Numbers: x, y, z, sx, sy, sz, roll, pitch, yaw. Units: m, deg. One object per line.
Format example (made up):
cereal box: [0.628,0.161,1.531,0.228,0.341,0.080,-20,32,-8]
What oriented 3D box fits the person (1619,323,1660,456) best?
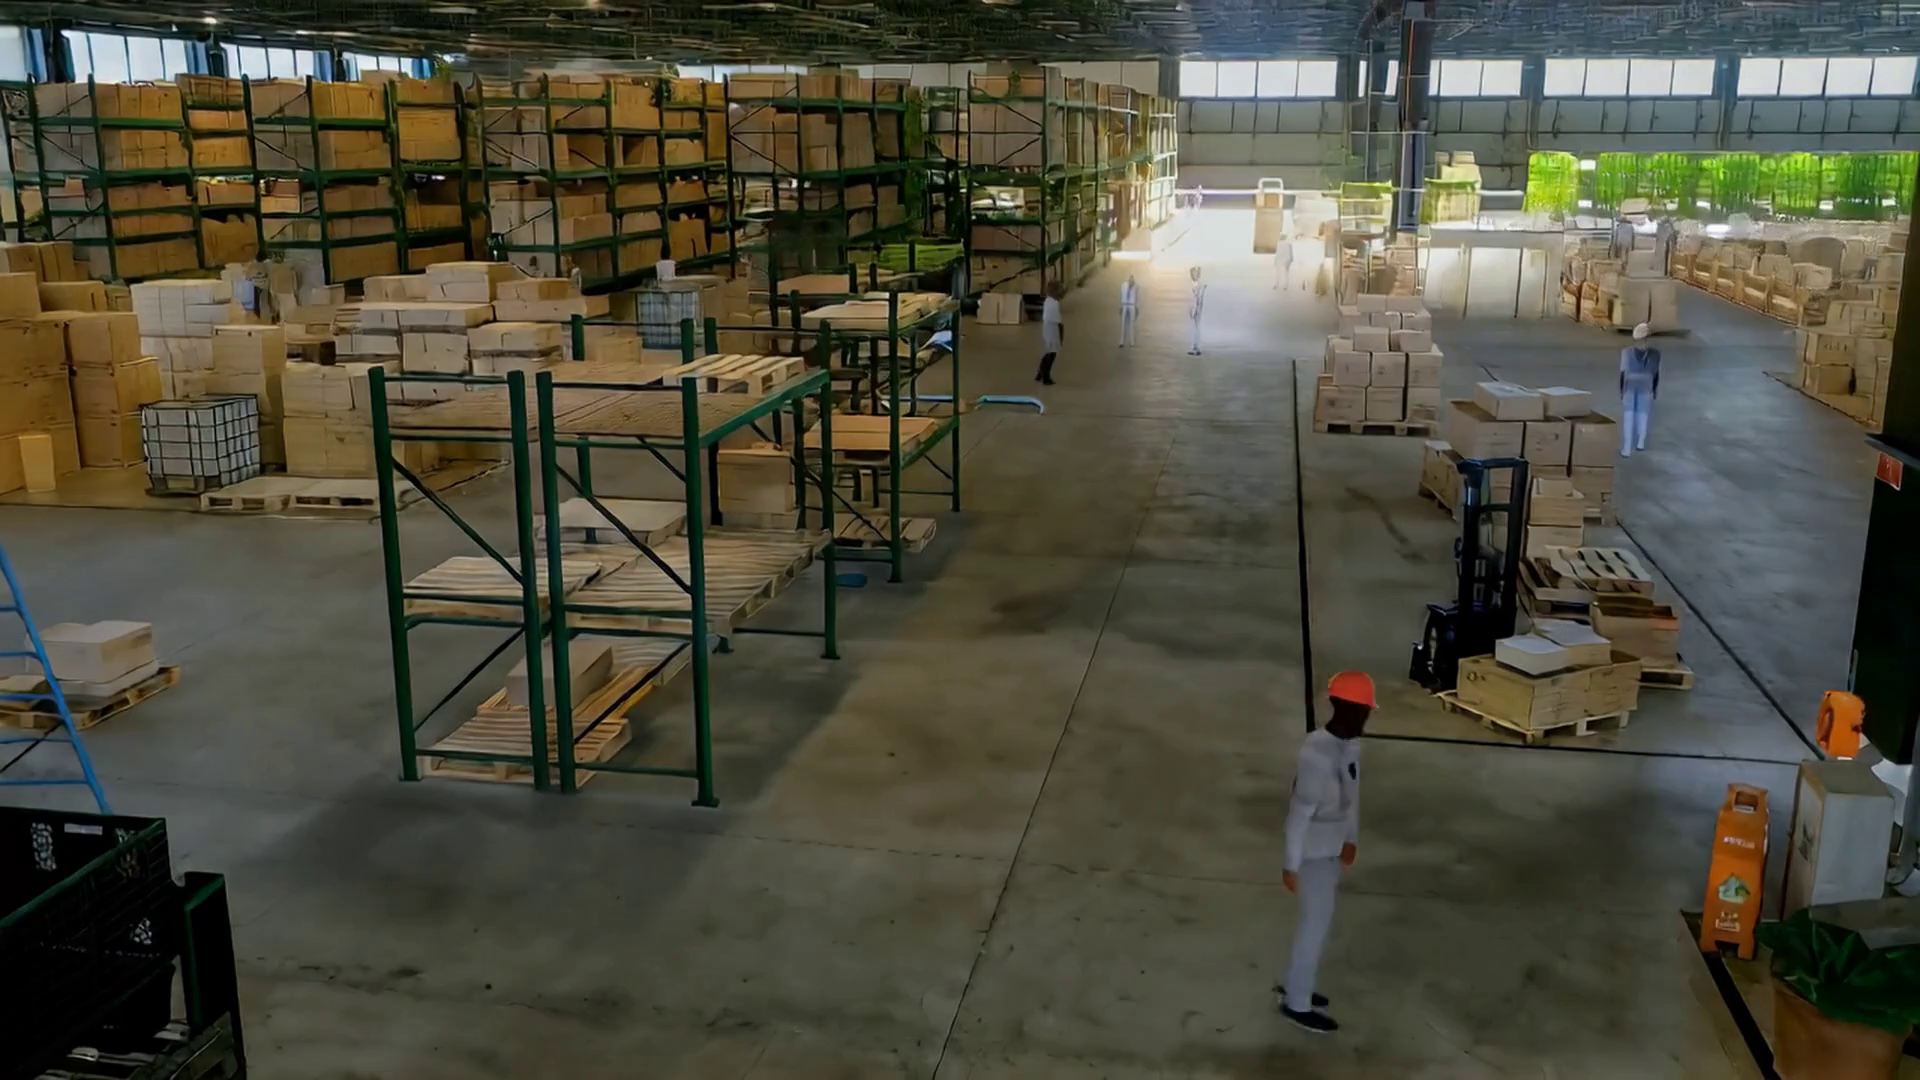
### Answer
person: [9.847,-2.199,24.134,0.551,1.910,0.845,8,16,29]

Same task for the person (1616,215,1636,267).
person: [22.935,-10.306,57.310,0.597,1.791,0.900,3,14,13]

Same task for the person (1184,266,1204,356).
person: [4.905,-4.779,34.684,0.327,1.874,0.519,-1,14,-3]

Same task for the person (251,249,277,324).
person: [-16.932,-6.137,40.322,0.631,1.814,0.791,3,14,13]

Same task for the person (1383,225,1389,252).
person: [14.408,-9.881,55.911,0.288,1.627,0.497,-9,17,-33]

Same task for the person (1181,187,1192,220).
person: [11.882,-17.655,87.238,0.552,1.721,0.872,2,14,8]

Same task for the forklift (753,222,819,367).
forklift: [-3.418,-4.964,33.356,1.129,2.768,1.873,3,14,10]

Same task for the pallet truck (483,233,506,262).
pallet truck: [-11.832,-7.026,43.548,1.885,1.965,0.823,8,16,28]

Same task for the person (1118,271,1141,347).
person: [3.681,-5.004,36.075,0.512,1.640,0.309,8,16,30]

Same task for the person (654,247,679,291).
person: [-6.979,-5.996,39.572,0.605,1.906,0.404,-1,14,-5]

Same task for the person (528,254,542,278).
person: [-10.308,-6.185,40.783,0.603,1.675,0.531,-6,15,-22]

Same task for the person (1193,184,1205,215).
person: [13.321,-18.977,92.661,0.875,1.714,0.573,10,17,36]

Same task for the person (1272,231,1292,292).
person: [9.423,-8.165,48.731,0.533,1.724,0.823,-8,16,-29]

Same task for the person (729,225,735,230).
person: [-8.287,-11.055,60.581,0.850,1.650,0.555,3,14,14]

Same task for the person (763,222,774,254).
person: [-7.214,-11.650,63.091,0.493,1.624,0.280,-2,14,-8]

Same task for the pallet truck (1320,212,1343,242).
pallet truck: [15.874,-13.227,70.310,0.680,1.201,1.601,10,17,35]

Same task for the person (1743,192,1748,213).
person: [37.695,-15.863,79.762,0.600,1.831,0.404,-6,15,-23]

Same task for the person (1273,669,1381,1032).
person: [1.921,1.594,8.766,0.478,1.888,0.639,8,16,30]

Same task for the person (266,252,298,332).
person: [-15.269,-5.519,37.551,0.638,1.937,0.357,-3,14,-11]

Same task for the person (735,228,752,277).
person: [-6.213,-8.032,47.853,0.540,1.905,0.982,4,15,18]

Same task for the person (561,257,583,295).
person: [-9.373,-6.025,40.236,0.521,1.631,0.323,1,14,2]

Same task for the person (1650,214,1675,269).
person: [23.815,-10.079,56.201,0.790,1.880,0.659,-7,15,-25]

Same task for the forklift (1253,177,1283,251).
forklift: [12.083,-12.747,64.956,1.129,2.768,1.873,3,14,10]

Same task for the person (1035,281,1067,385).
person: [1.695,-3.791,30.563,0.465,1.923,0.663,-6,15,-23]

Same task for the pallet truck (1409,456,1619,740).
pallet truck: [4.504,0.400,13.395,0.823,1.965,1.885,-6,15,-23]

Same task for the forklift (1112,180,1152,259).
forklift: [6.082,-11.722,60.796,1.873,2.768,1.129,2,14,9]
